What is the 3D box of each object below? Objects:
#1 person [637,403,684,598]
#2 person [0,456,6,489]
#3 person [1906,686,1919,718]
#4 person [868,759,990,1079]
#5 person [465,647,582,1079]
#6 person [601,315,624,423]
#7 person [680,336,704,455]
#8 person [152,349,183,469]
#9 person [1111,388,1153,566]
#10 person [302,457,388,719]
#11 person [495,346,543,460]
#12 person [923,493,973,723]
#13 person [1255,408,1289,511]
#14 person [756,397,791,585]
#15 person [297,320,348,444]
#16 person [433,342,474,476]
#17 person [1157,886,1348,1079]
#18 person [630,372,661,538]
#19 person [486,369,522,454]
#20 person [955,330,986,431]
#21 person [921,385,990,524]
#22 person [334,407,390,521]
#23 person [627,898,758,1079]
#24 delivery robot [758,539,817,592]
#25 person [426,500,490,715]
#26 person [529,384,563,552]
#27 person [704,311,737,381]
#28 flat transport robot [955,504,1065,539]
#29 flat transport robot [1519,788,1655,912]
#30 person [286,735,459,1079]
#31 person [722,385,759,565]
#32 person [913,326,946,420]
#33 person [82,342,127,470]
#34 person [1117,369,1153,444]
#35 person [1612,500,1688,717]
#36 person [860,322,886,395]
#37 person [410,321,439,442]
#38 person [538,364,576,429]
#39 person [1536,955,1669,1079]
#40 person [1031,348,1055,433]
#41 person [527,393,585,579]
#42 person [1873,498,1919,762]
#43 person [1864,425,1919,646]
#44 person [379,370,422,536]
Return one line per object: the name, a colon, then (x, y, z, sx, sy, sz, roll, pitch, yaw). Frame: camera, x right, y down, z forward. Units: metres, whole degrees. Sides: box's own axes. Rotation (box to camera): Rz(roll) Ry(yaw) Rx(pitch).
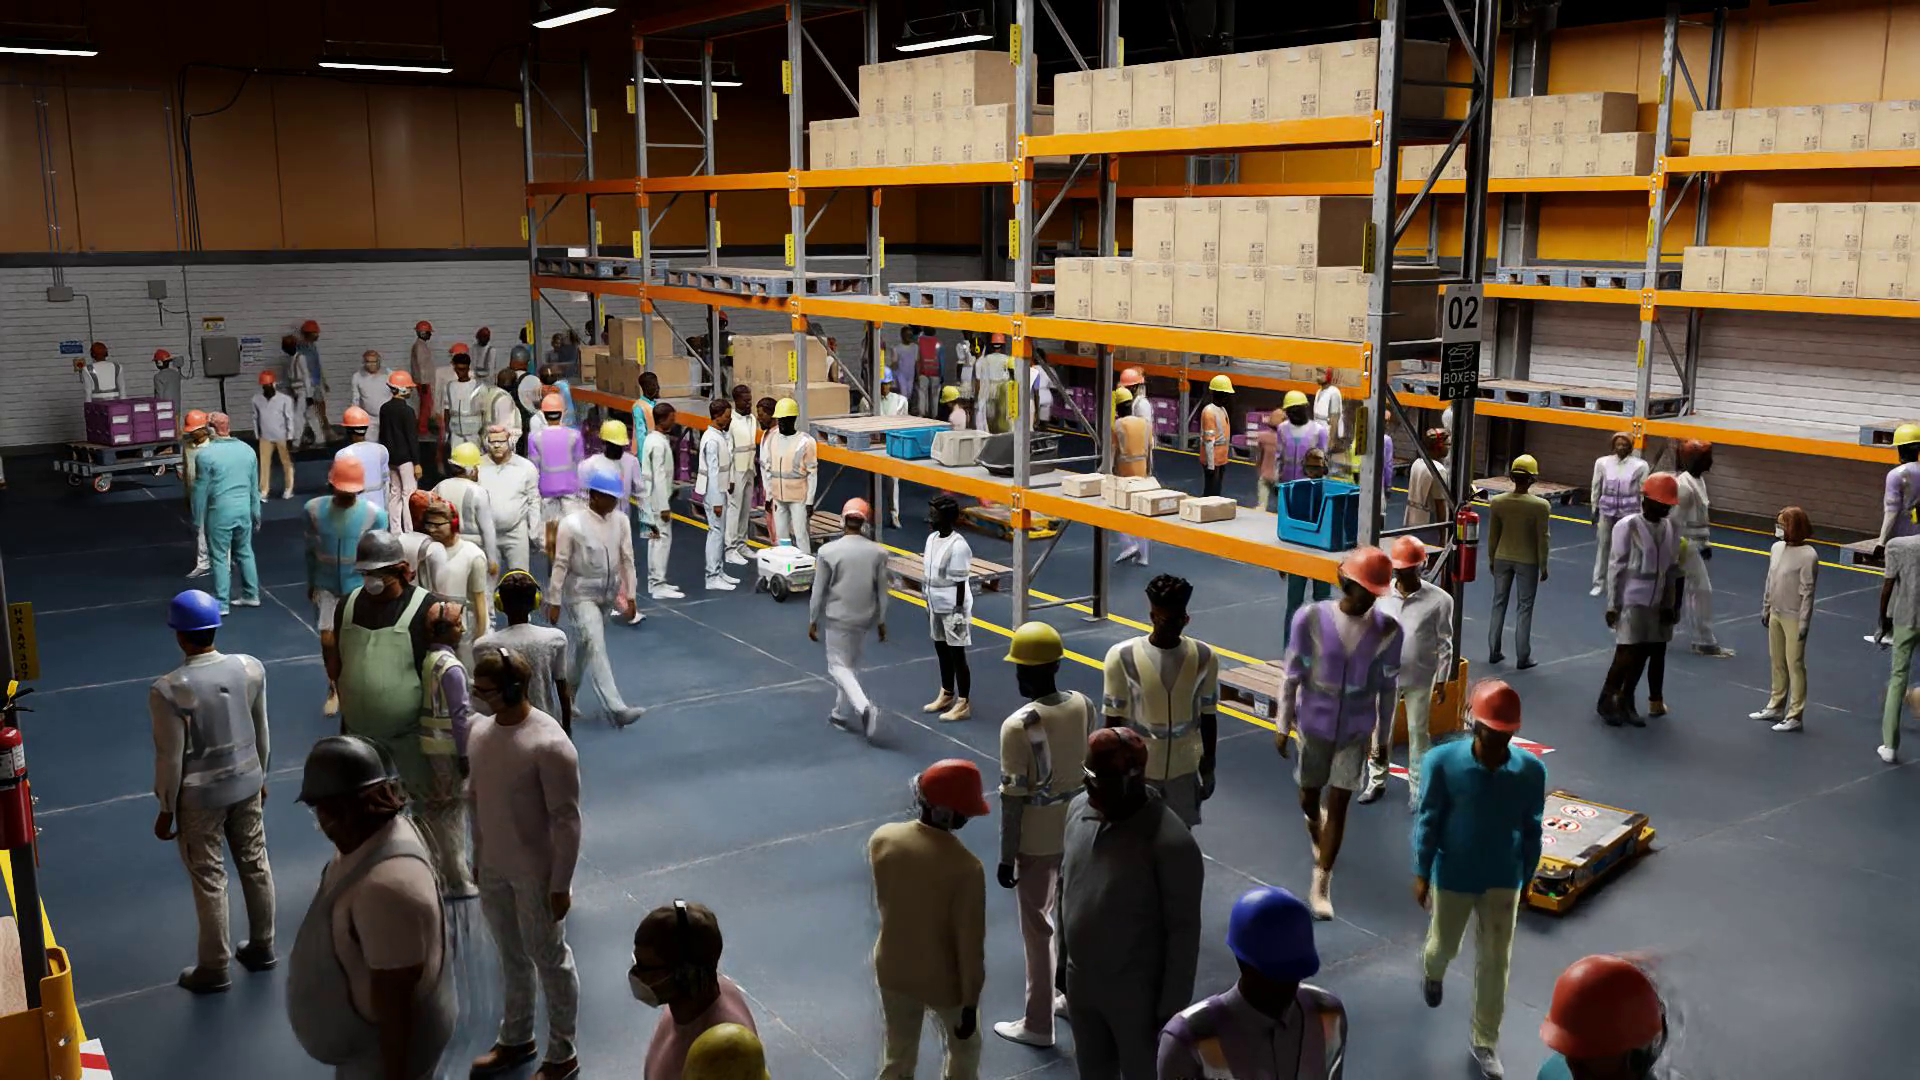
person: (-2.937, -0.386, 16.178, 0.404, 1.908, 0.607, -3, 11, -14)
person: (-13.210, -1.614, 22.413, 0.626, 1.928, 0.370, 7, 13, 31)
person: (7.238, 0.404, 11.785, 0.593, 2.000, 0.756, 9, 14, 40)
person: (-0.064, 1.625, 6.398, 0.549, 1.702, 0.705, 6, 13, 29)
person: (-1.849, 1.387, 7.024, 0.630, 1.936, 0.369, 8, 14, 36)
person: (-6.232, -3.021, 29.523, 0.608, 1.958, 0.364, 9, 14, 40)
person: (-4.166, -2.241, 25.843, 0.342, 1.840, 0.504, 7, 13, 33)
person: (-11.644, -1.921, 24.421, 0.330, 1.750, 0.573, 1, 11, 6)
person: (1.779, -0.659, 17.615, 0.727, 1.883, 0.531, -7, 13, -31)
person: (-4.488, 0.355, 12.185, 0.648, 1.982, 0.665, -2, 11, -8)
person: (-5.611, -1.493, 21.492, 0.684, 2.000, 0.538, 3, 12, 17)
person: (-0.096, 0.492, 12.239, 0.321, 1.689, 0.530, -7, 13, -31)
person: (3.486, -0.670, 18.448, 0.501, 1.590, 0.858, 9, 14, 40)
person: (-1.847, -0.482, 16.678, 0.414, 1.906, 0.598, -4, 12, -21)
person: (-10.370, -2.544, 26.928, 0.964, 2.003, 0.624, -1, 11, -6)
person: (-7.113, -1.797, 23.290, 0.640, 1.955, 0.814, -8, 14, -36)
person: (0.807, 1.860, 4.569, 0.608, 1.946, 0.406, -5, 12, -25)
person: (-3.587, -0.982, 19.184, 0.392, 1.922, 0.590, 1, 11, 7)
person: (-5.657, -1.207, 20.588, 0.479, 1.820, 0.658, -5, 12, -26)
person: (0.160, -2.722, 27.973, 0.607, 1.966, 0.374, -9, 14, -38)
person: (-0.008, -1.008, 19.857, 0.885, 1.708, 0.563, 4, 12, 20)
person: (-5.573, -0.274, 15.517, 0.355, 1.939, 0.543, 8, 14, 35)
person: (-0.683, 1.883, 4.514, 0.379, 1.931, 0.624, -3, 11, -13)
delivery robot: (-1.691, 0.230, 16.249, 0.477, 0.478, 0.707, -7, 13, -32)
person: (-3.371, 0.629, 11.165, 0.565, 1.835, 0.382, 7, 13, 30)
person: (-4.502, -0.775, 18.262, 0.406, 1.872, 0.588, 4, 12, 20)
person: (-4.164, -2.987, 29.142, 0.607, 2.040, 0.378, 0, 11, -2)
flat transport robot: (0.557, -0.229, 19.566, 0.652, 0.197, 1.431, -7, 13, -32)
flat transport robot: (3.393, 1.738, 9.501, 0.652, 0.197, 1.431, 10, 15, 40)
person: (-1.921, 1.608, 5.621, 0.652, 2.000, 0.714, -4, 12, -22)
person: (-2.360, -0.711, 17.807, 0.372, 1.917, 0.596, 4, 12, 21)
person: (-0.567, -2.993, 29.765, 0.621, 1.810, 0.864, 1, 11, 5)
person: (-12.378, -1.923, 24.092, 0.356, 1.887, 0.573, 10, 15, 41)
person: (2.069, -1.073, 19.681, 0.497, 1.906, 0.571, -2, 11, -8)
person: (5.121, 0.466, 12.384, 0.534, 1.690, 0.323, 9, 14, 39)
person: (-1.595, -3.068, 30.121, 0.403, 1.824, 0.591, -10, 15, -41)
person: (-8.821, -2.613, 27.385, 0.409, 1.978, 0.628, -3, 12, -17)
person: (-5.102, -1.382, 21.556, 0.683, 1.810, 0.647, 0, 11, -1)
person: (1.730, 1.935, 4.255, 1.083, 1.937, 0.585, -7, 13, -30)
person: (1.188, -2.139, 25.727, 0.544, 1.666, 0.655, -4, 12, -18)
person: (-4.080, -0.526, 16.865, 0.552, 1.939, 0.473, -3, 11, -13)
person: (6.480, 0.599, 11.246, 0.521, 1.865, 0.335, 7, 13, 33)
person: (8.130, -0.034, 14.345, 0.585, 1.917, 0.381, -5, 12, -23)
person: (-6.193, -0.891, 18.533, 0.626, 1.990, 0.393, 9, 14, 38)
